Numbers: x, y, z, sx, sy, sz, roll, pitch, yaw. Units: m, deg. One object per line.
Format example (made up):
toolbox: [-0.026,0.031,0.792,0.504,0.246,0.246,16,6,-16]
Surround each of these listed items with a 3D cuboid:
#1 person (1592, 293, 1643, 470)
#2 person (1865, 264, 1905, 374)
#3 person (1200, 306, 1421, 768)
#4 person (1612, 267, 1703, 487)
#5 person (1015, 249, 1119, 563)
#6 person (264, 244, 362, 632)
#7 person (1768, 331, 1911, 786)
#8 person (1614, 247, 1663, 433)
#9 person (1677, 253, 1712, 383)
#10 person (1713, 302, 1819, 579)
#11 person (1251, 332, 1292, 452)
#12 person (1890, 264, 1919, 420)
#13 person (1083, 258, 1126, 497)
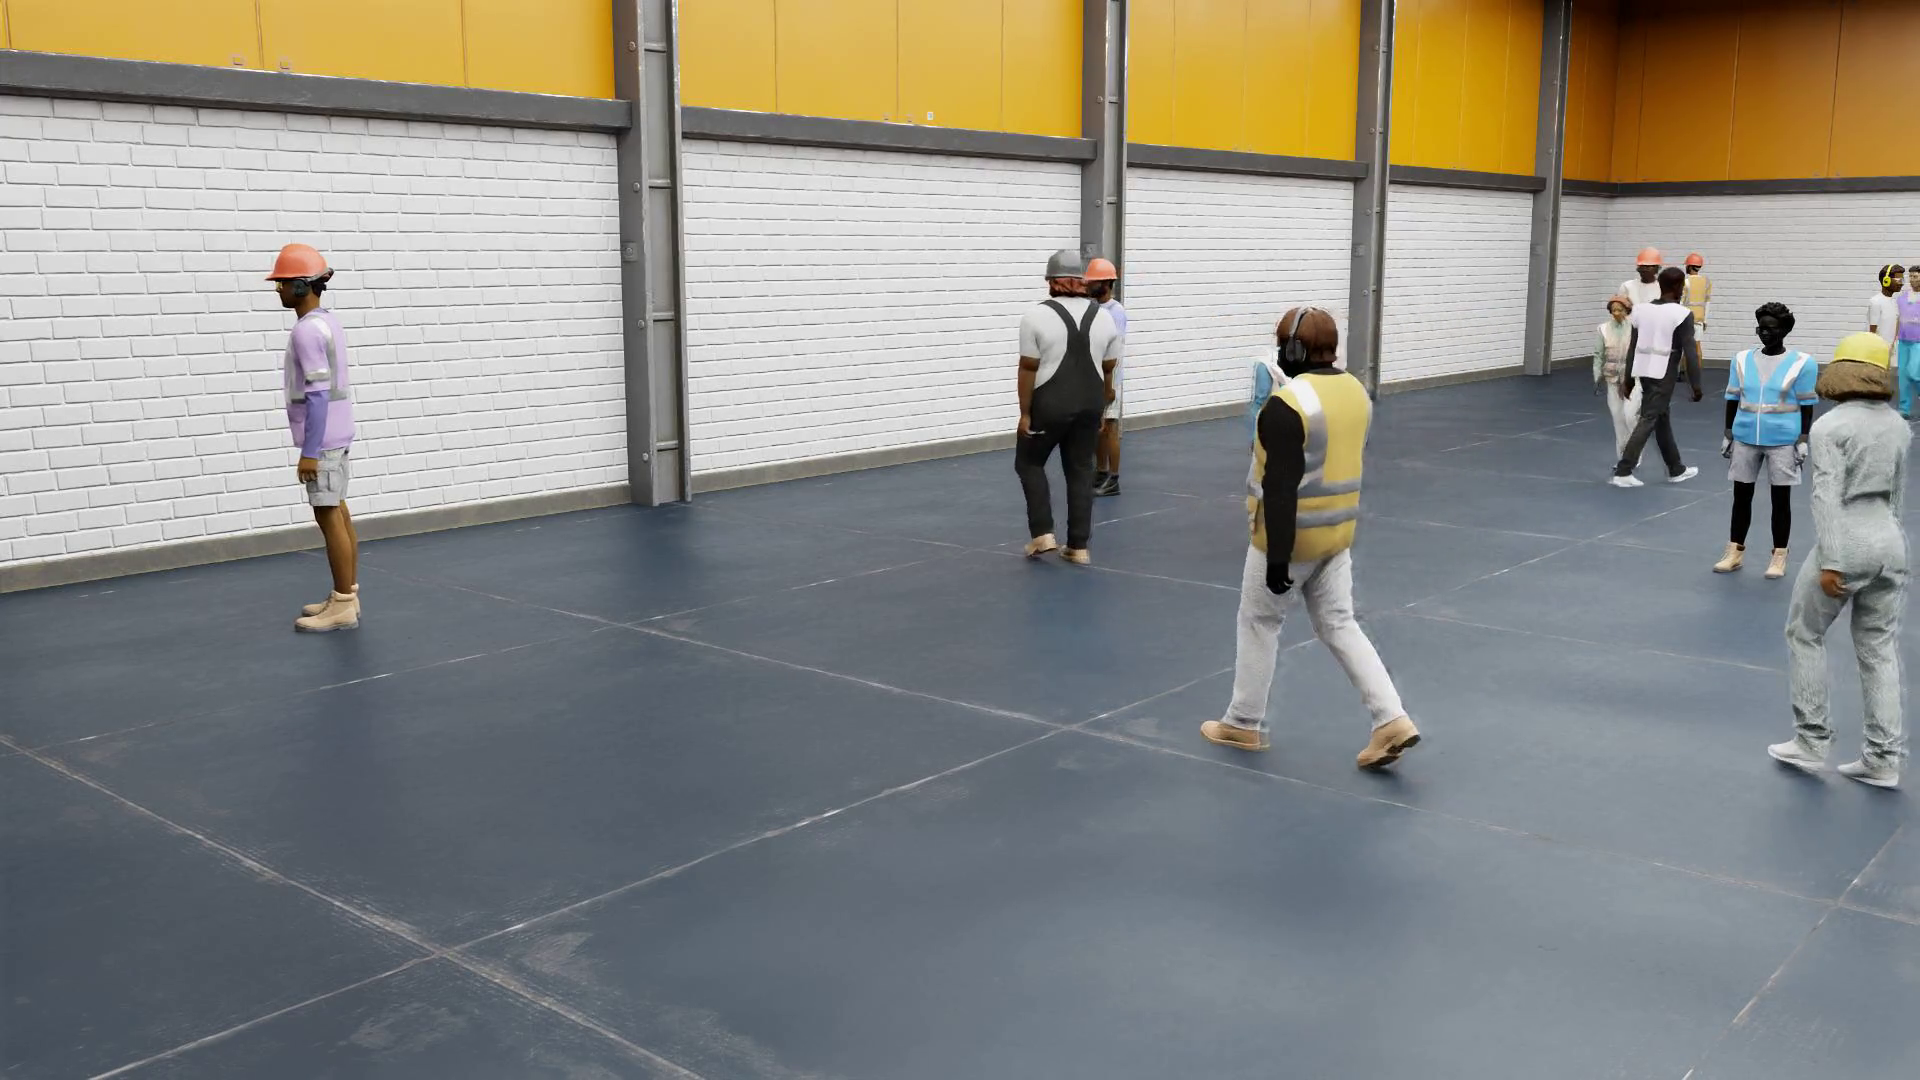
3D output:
person: [6.037,-1.439,15.151,0.407,1.613,0.539,-10,14,-43]
person: [9.334,-1.856,16.880,0.506,1.861,0.329,-10,14,-44]
person: [1.396,-0.007,6.497,0.636,1.809,0.907,-9,14,-43]
person: [5.993,-1.381,14.157,1.019,1.861,0.613,-4,11,-22]
person: [0.656,-0.868,10.722,0.700,2.000,0.561,-4,11,-22]
person: [-3.415,-0.532,8.805,0.397,2.043,0.609,-2,10,-11]
person: [3.419,0.071,6.326,0.498,1.702,0.585,-3,10,-15]
person: [7.351,-2.133,17.962,0.653,2.025,0.579,8,13,39]
person: [11.006,-3.338,25.063,0.551,1.942,0.340,-1,10,-7]
person: [4.955,-0.609,10.225,0.319,1.695,0.538,-10,14,-44]
person: [2.191,-0.658,10.782,0.529,1.591,0.886,-5,11,-27]
person: [11.207,-2.312,19.538,0.438,1.829,0.572,-3,10,-17]
person: [1.149,-1.324,13.618,0.366,1.936,0.546,-3,10,-18]
